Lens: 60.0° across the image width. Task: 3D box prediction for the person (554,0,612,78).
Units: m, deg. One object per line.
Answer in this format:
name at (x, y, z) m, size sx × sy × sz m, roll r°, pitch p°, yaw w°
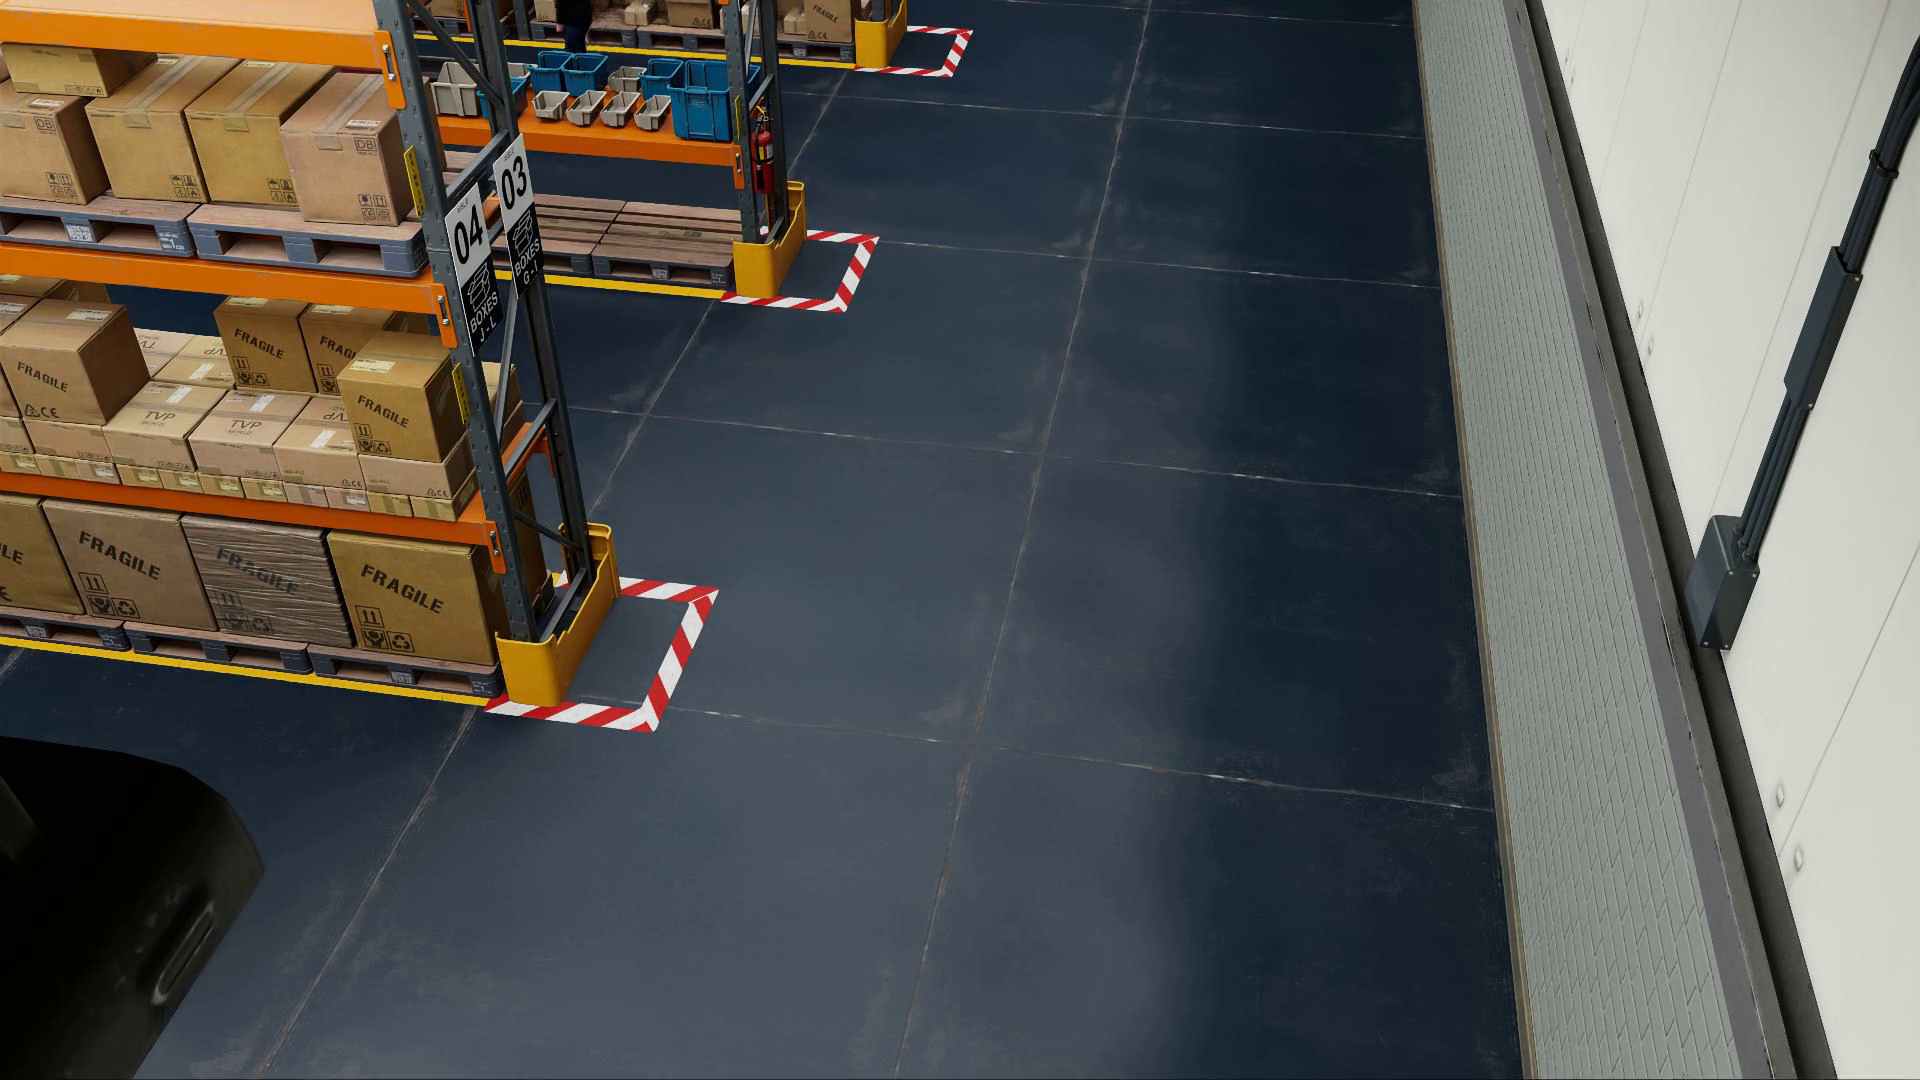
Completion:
person at (-3.673, -5.084, 16.259) m, size 1.044 × 1.865 × 0.693 m, roll 5°, pitch 38°, yaw 7°
